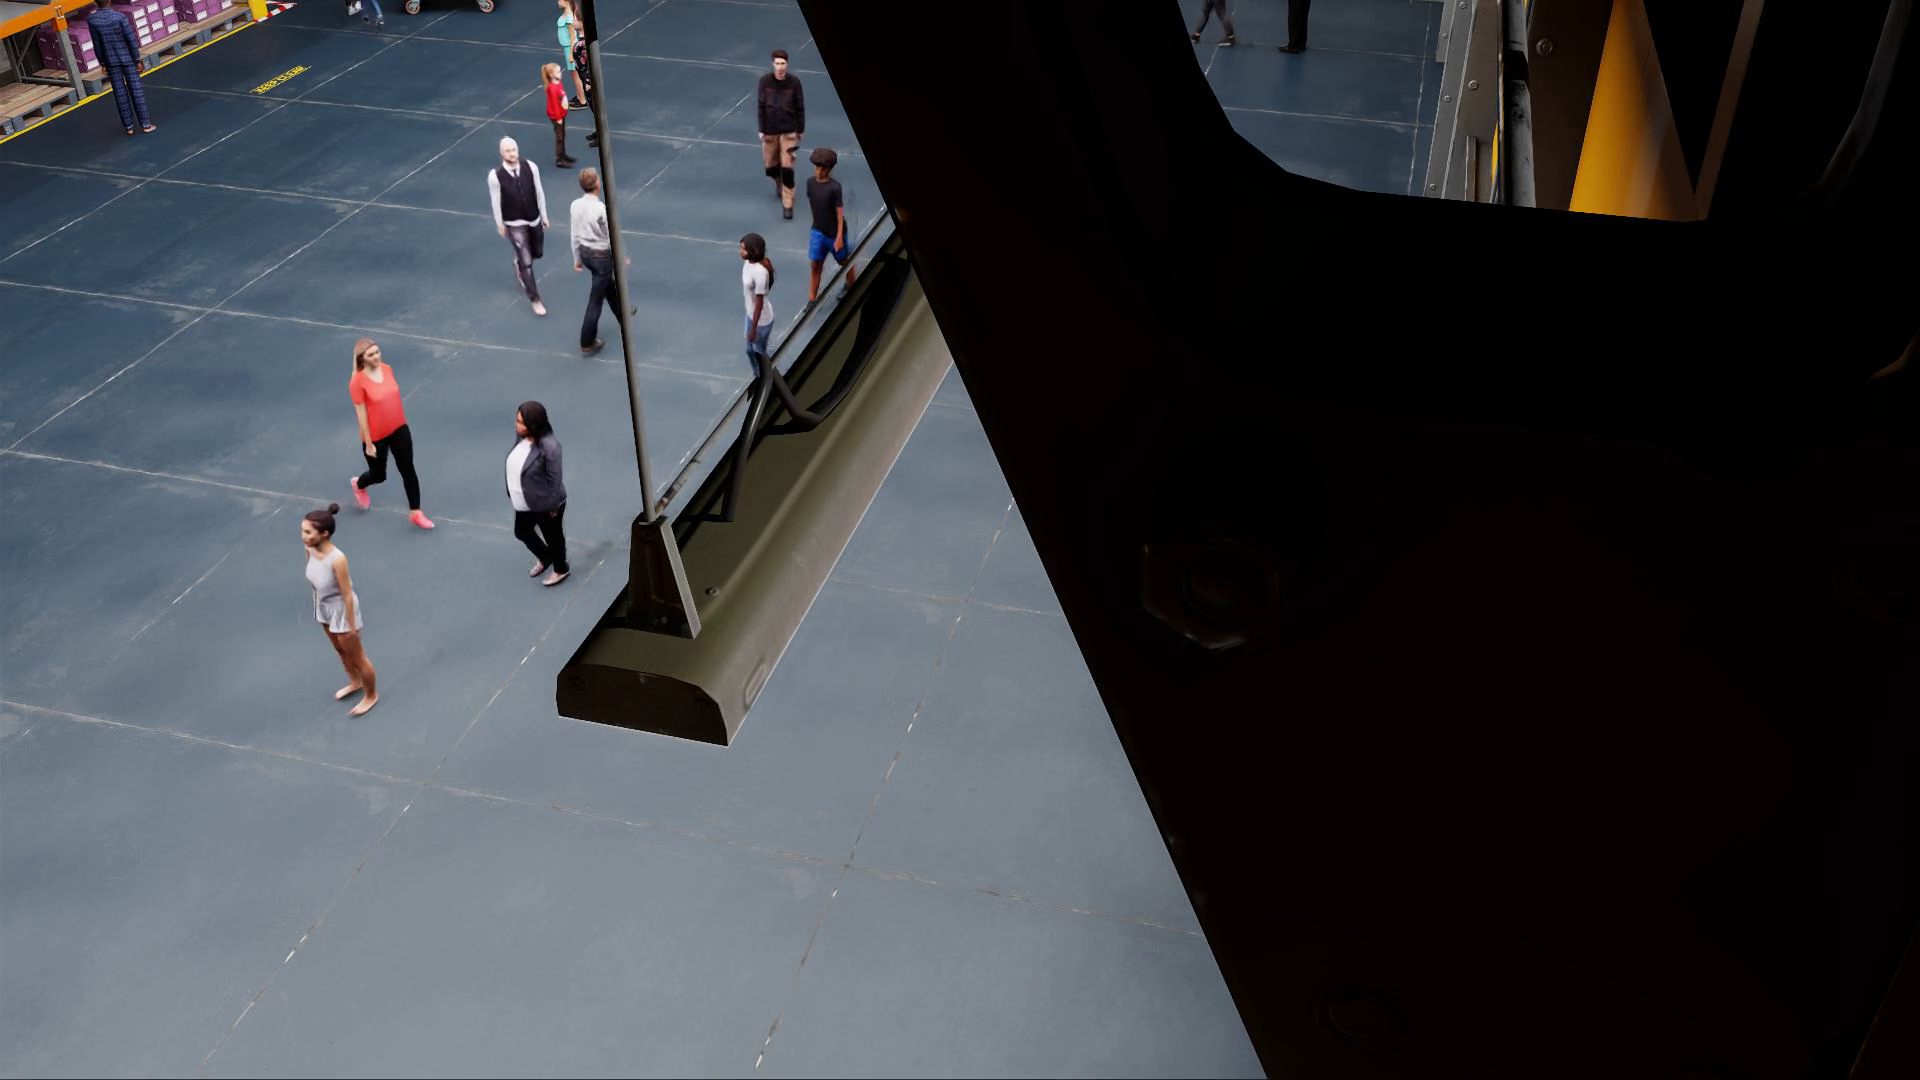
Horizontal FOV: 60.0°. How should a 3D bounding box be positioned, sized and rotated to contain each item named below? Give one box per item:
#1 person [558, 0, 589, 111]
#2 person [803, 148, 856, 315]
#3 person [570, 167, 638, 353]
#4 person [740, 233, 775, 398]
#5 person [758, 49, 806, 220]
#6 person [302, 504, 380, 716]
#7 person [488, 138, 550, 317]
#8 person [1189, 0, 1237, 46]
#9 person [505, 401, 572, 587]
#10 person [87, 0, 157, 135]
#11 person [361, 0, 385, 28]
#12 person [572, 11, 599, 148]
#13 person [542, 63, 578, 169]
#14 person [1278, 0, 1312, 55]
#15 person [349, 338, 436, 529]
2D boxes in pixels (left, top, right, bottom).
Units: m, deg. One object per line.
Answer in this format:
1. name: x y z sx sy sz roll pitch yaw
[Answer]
1. person: -5.175 -6.547 22.192 0.704 1.558 0.622 -9 35 -14
2. person: -1.290 -3.190 16.978 0.815 1.739 1.207 20 38 27
3. person: -3.567 -2.696 16.203 0.894 1.774 1.258 19 38 26
4. person: -1.818 -2.015 15.231 0.783 1.717 0.695 -11 35 -17
5. person: -2.057 -4.694 19.093 0.873 1.903 1.144 -1 34 -1
6. person: -4.325 0.470 11.590 0.653 1.609 0.667 24 41 32
7. person: -4.494 -3.259 17.032 1.183 1.795 1.183 -22 39 -29
8. person: 3.822 -8.066 24.374 0.823 1.672 1.014 7 34 10
9. person: -3.190 -0.369 12.873 0.770 1.586 0.792 24 40 31
10. person: -10.787 -6.137 21.335 0.779 1.824 0.781 -8 34 -11
11. person: -9.021 -8.424 25.337 0.850 1.203 0.860 -24 41 -32
12. person: -4.675 -5.830 21.001 0.715 1.682 0.610 -9 35 -14
13. person: -4.957 -5.240 20.474 0.603 1.283 0.497 -2 34 -3
14. person: 4.949 -8.072 24.161 0.844 1.918 0.704 28 43 35
15. person: -4.756 -0.867 13.542 0.885 1.674 1.051 20 38 27
